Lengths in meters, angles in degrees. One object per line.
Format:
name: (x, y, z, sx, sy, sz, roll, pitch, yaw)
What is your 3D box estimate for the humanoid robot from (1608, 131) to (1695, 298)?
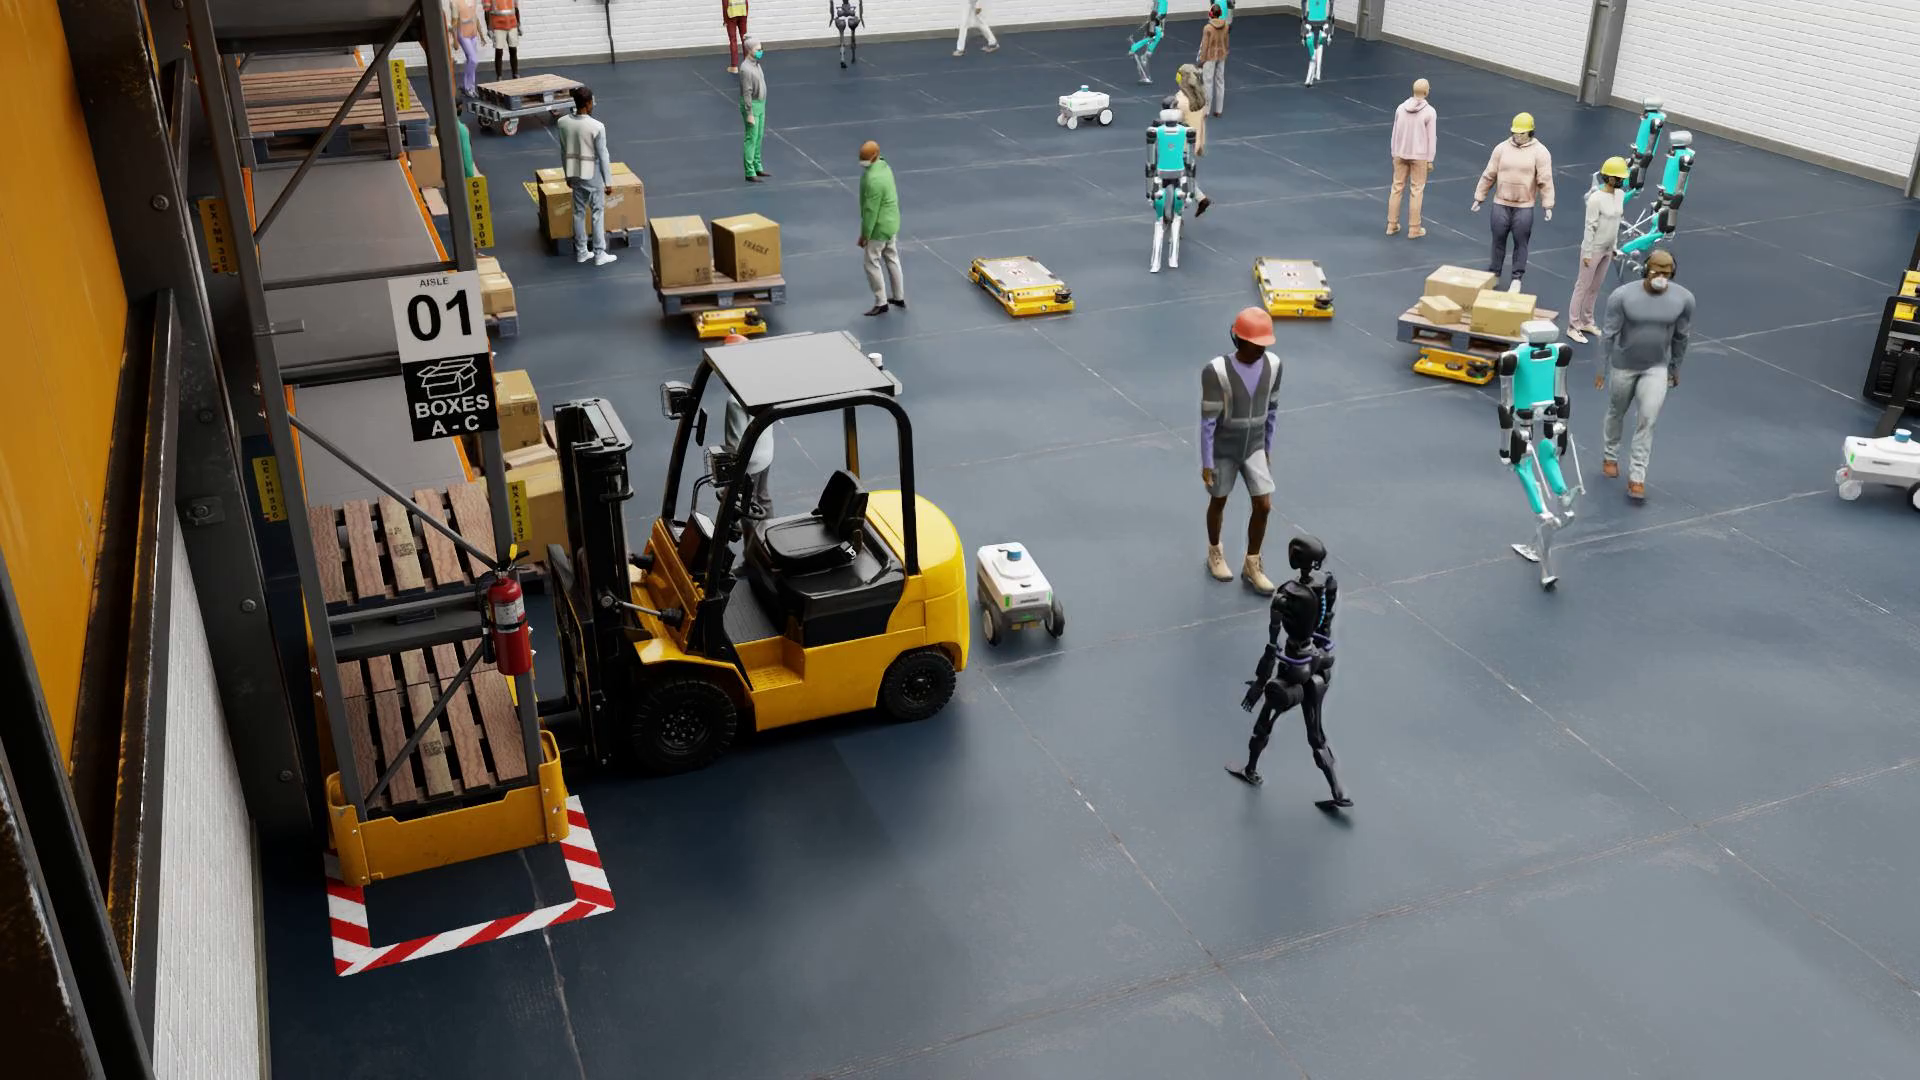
humanoid robot: (6.920, -3.236, 16.815, 0.884, 1.778, 0.554, 3, 27, 7)

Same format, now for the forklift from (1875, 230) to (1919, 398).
forklift: (9.029, -2.397, 14.618, 1.214, 2.155, 2.313, 18, 32, 32)

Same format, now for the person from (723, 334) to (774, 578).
person: (-1.478, -0.587, 11.516, 0.350, 1.740, 0.573, 7, 28, 15)

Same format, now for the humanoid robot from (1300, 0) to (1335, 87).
humanoid robot: (5.635, -8.018, 26.294, 0.560, 1.727, 1.030, 6, 27, 12)

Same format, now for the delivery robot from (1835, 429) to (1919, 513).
delivery robot: (7.186, -0.557, 12.774, 0.795, 0.592, 0.499, 9, 28, 18)

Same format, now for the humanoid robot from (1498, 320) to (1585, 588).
humanoid robot: (4.070, -0.526, 11.484, 0.562, 1.838, 0.893, -7, 27, -13)

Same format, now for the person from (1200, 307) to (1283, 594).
person: (1.902, -0.579, 11.190, 0.633, 2.014, 0.764, -8, 28, -15)

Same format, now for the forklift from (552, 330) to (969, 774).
forklift: (-1.094, 0.010, 9.831, 2.313, 2.155, 1.214, -10, 28, -20)

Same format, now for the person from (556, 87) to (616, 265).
person: (-4.028, -3.919, 17.964, 0.595, 1.908, 0.408, 11, 29, 20)

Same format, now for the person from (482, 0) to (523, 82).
person: (-7.200, -8.120, 26.256, 0.605, 1.963, 0.367, -20, 33, -35)

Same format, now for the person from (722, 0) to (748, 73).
person: (-3.702, -8.633, 27.486, 0.466, 1.773, 0.380, -14, 30, -26)

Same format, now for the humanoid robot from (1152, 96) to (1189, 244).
humanoid robot: (2.392, -4.168, 18.714, 0.598, 1.645, 0.339, 17, 32, 31)

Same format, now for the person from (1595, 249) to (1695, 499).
person: (5.185, -1.262, 12.681, 0.659, 1.898, 0.933, 7, 27, 13)

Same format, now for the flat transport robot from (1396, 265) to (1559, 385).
flat transport robot: (4.813, -1.796, 15.560, 0.659, 0.231, 1.431, 16, 31, 29)

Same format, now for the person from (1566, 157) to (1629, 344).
person: (6.089, -2.765, 15.820, 0.524, 1.768, 0.306, -20, 33, -34)

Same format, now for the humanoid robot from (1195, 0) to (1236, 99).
humanoid robot: (3.776, -7.507, 25.338, 0.735, 1.832, 0.533, -13, 30, -25)

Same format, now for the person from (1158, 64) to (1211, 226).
person: (2.611, -4.567, 19.302, 0.506, 1.864, 0.545, 16, 31, 29)

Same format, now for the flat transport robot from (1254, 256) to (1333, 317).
flat transport robot: (3.437, -2.621, 17.201, 0.659, 0.231, 1.431, 2, 27, 3)

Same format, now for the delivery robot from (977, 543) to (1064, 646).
delivery robot: (0.359, 0.321, 11.024, 0.499, 0.589, 0.784, -7, 28, -13)

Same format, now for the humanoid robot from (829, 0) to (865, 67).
humanoid robot: (-1.911, -8.819, 28.036, 0.610, 1.649, 0.758, -1, 27, -1)

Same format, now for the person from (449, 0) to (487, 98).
person: (-7.580, -7.723, 25.618, 0.463, 1.819, 0.579, 8, 28, 16)

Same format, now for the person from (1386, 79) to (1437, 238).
person: (5.139, -4.337, 18.927, 0.524, 1.783, 0.402, 19, 32, 33)

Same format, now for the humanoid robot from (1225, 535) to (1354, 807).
humanoid robot: (1.853, 0.717, 9.053, 0.600, 1.640, 0.775, -21, 34, -36)

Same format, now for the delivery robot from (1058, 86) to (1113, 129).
delivery robot: (1.835, -6.298, 24.217, 0.791, 0.614, 0.499, -14, 30, -26)

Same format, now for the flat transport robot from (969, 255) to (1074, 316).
flat transport robot: (0.624, -2.656, 17.270, 0.659, 0.231, 1.431, -8, 28, -16)

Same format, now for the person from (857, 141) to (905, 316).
person: (-0.783, -3.111, 16.529, 0.418, 1.749, 0.629, 5, 27, 10)

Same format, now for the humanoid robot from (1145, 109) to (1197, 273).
humanoid robot: (2.241, -3.774, 17.798, 0.548, 1.750, 0.682, 3, 27, 6)

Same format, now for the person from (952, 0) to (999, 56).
person: (0.260, -9.385, 28.931, 0.932, 1.827, 0.620, -19, 32, -33)

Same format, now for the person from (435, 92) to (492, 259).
person: (-5.438, -3.914, 18.025, 0.497, 1.843, 0.402, 22, 34, 37)

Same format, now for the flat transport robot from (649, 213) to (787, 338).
flat transport robot: (-2.405, -2.360, 16.681, 0.659, 0.231, 1.431, -7, 28, -14)

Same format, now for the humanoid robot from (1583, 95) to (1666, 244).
humanoid robot: (7.331, -4.038, 18.390, 1.021, 1.733, 0.559, 5, 27, 9)

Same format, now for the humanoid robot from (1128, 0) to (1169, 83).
humanoid robot: (2.970, -8.105, 26.586, 0.727, 1.878, 0.541, 13, 29, 24)

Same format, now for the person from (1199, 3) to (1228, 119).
person: (3.730, -7.022, 24.414, 0.453, 1.650, 0.338, -12, 29, -23)

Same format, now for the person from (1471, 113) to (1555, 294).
person: (5.718, -3.481, 17.148, 0.814, 1.856, 0.437, 16, 31, 28)

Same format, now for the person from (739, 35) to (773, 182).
person: (-2.625, -5.503, 21.188, 0.329, 1.841, 0.522, 5, 27, 10)
